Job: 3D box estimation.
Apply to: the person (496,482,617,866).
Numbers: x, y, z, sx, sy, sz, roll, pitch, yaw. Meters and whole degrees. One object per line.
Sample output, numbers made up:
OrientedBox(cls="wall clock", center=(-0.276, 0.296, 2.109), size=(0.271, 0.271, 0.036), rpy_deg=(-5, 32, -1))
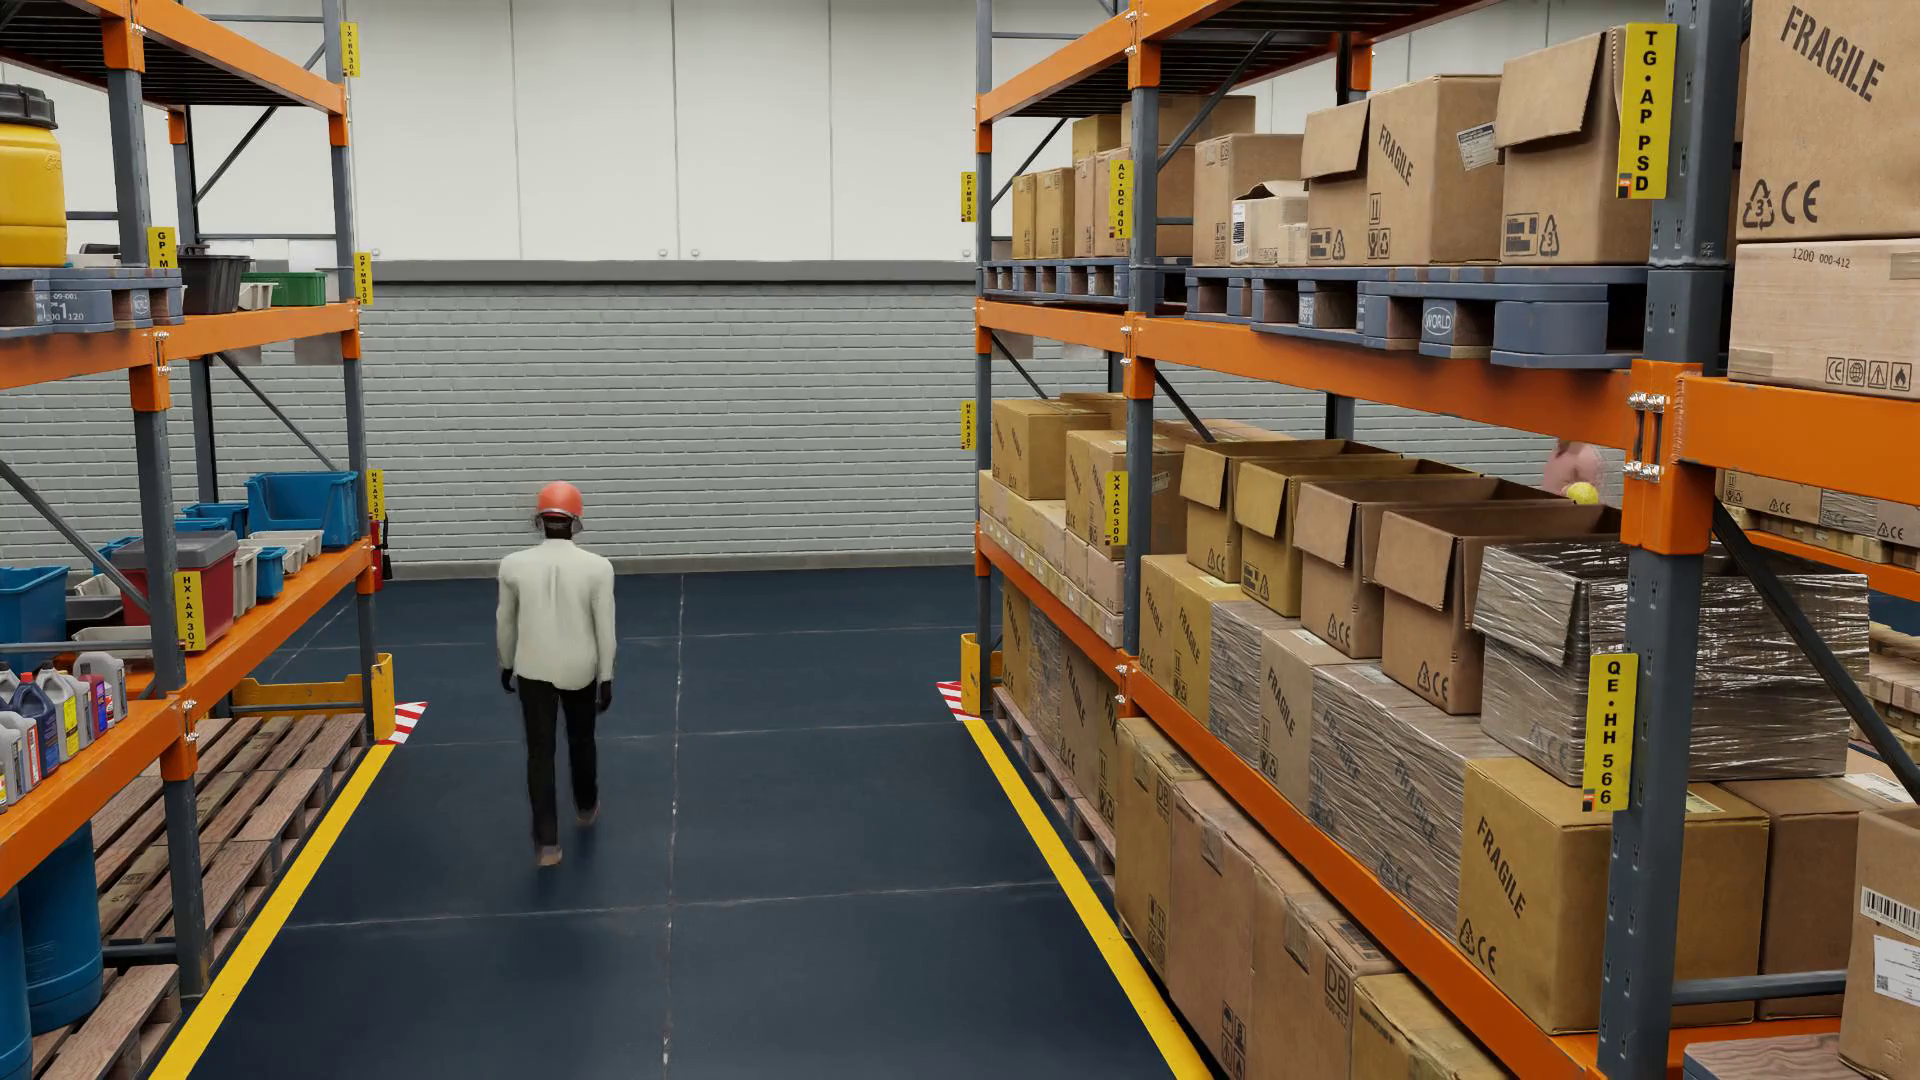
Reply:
OrientedBox(cls="person", center=(-2.106, 0.666, 8.706), size=(0.623, 1.947, 1.024), rpy_deg=(-1, 9, -8))

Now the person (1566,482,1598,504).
OrientedBox(cls="person", center=(3.797, 0.508, 10.277), size=(0.487, 1.744, 0.294), rpy_deg=(0, 9, -2))

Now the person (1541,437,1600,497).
OrientedBox(cls="person", center=(5.213, -0.173, 14.070), size=(0.748, 1.879, 0.683), rpy_deg=(0, 9, -2))
